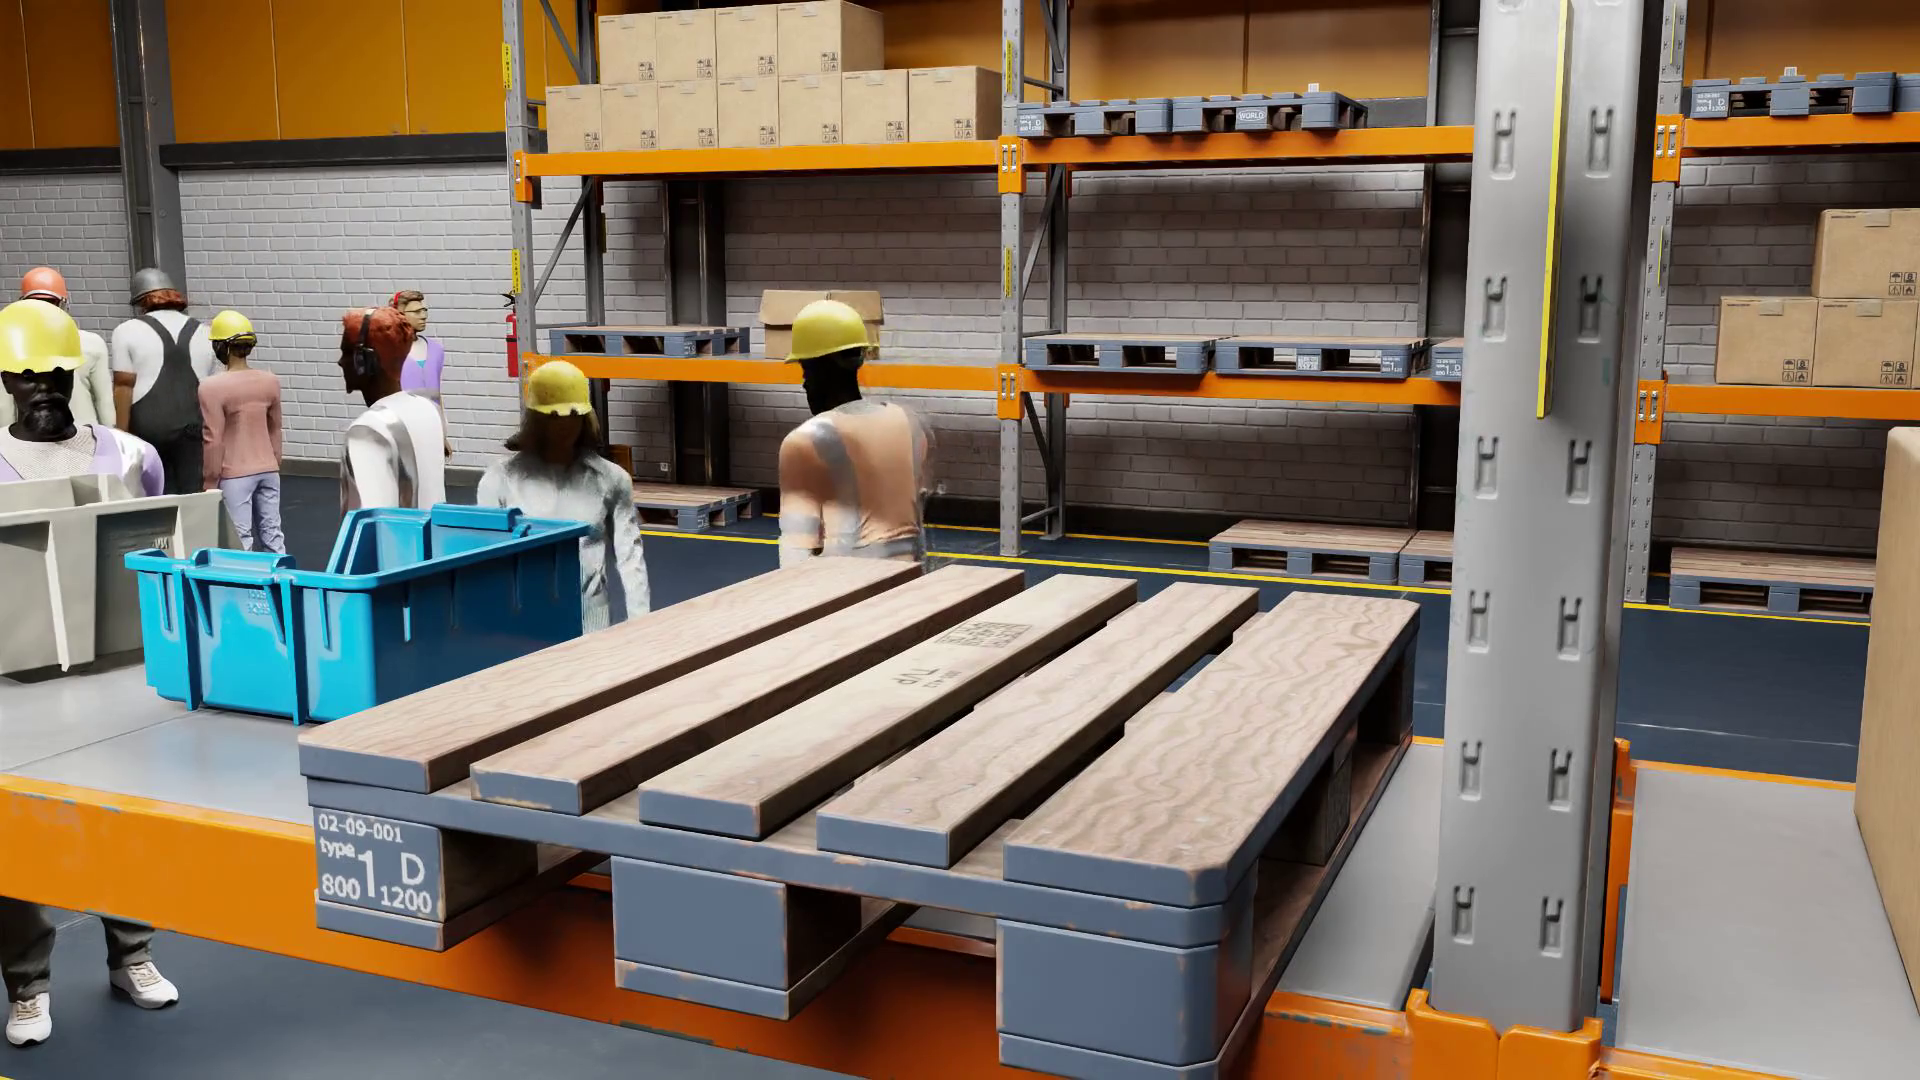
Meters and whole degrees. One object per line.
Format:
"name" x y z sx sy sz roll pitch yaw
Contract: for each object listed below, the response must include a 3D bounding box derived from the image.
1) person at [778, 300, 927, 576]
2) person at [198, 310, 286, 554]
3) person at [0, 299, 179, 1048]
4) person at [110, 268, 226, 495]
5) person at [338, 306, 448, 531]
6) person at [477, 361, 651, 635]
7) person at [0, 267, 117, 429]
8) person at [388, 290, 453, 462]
"person" -0.334 0.223 5.118 0.472 1.907 0.597 7 12 38
"person" -3.855 -0.341 8.937 0.310 1.769 0.525 4 10 22
"person" -2.364 0.338 4.386 0.586 1.928 0.364 -9 13 -42
"person" -4.988 -0.728 10.436 0.823 2.000 0.707 9 13 43
"person" -1.835 0.187 5.423 0.356 1.883 0.573 0 9 3
"person" -1.197 0.309 5.177 0.503 1.709 0.769 -5 11 -28
"person" -5.103 -0.534 9.404 0.613 1.995 0.391 -6 11 -31
"person" -3.475 -0.646 10.508 0.382 1.849 0.571 5 11 29
